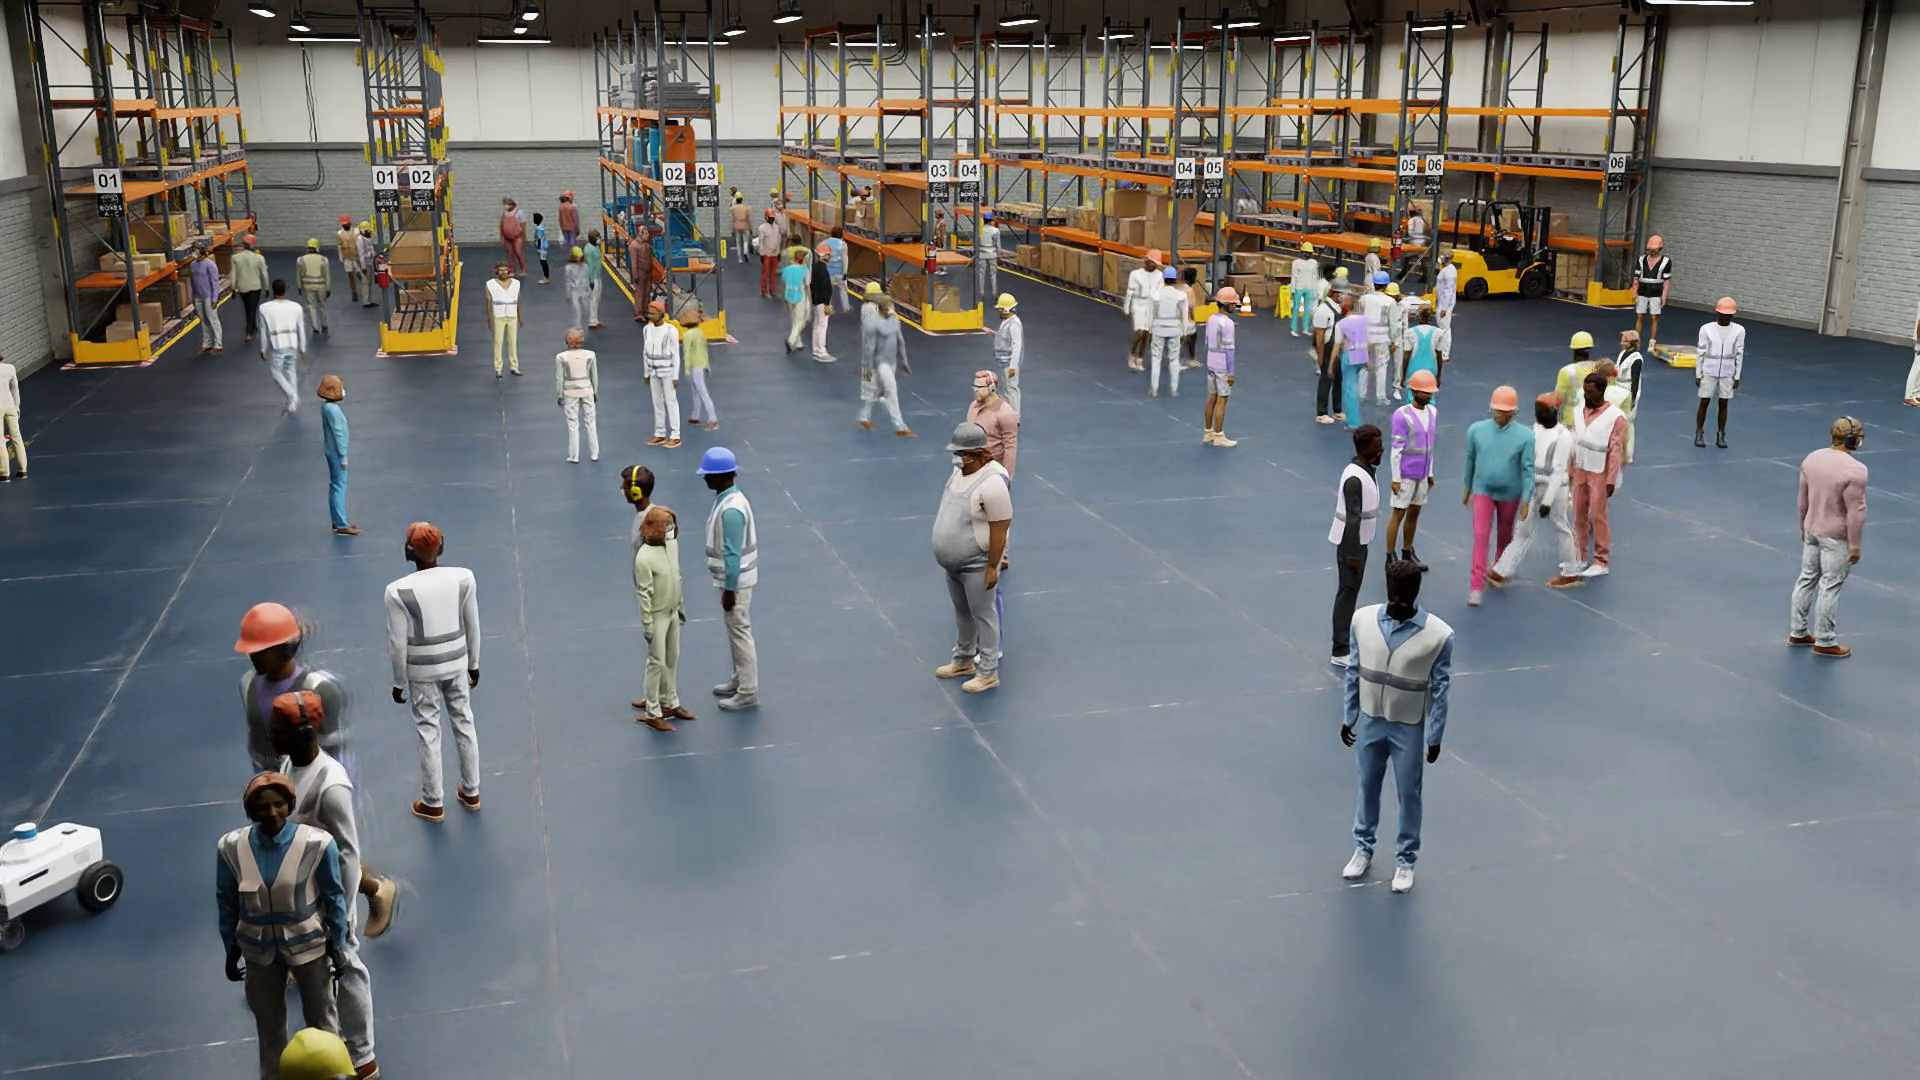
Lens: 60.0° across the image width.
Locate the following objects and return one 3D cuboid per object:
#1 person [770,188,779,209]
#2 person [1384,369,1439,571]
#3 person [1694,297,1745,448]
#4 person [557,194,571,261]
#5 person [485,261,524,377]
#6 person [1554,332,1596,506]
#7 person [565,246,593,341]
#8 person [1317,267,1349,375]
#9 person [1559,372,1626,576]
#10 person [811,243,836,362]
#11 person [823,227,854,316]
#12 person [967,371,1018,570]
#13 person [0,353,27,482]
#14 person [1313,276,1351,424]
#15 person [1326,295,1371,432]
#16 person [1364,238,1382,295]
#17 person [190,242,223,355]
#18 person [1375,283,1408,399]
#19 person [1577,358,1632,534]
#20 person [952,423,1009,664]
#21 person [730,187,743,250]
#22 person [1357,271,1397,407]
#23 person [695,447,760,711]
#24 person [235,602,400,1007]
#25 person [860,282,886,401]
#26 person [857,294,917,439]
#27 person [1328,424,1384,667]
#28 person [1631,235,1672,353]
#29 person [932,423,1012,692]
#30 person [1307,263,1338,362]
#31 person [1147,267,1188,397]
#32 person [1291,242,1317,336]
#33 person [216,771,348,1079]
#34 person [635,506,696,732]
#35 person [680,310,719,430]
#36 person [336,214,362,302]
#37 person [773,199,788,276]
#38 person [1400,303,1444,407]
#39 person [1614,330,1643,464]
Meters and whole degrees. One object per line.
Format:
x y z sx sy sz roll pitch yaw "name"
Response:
-5.568 -9.716 50.087 0.317 1.736 0.486 1 15 3 "person"
4.244 -0.632 15.513 0.547 1.937 0.379 -10 18 -33 "person"
9.645 -2.125 21.151 0.544 1.930 0.388 4 15 15 "person"
-10.717 -8.494 45.337 0.641 1.819 0.546 5 16 19 "person"
-7.291 -3.541 26.635 0.571 1.843 0.373 -10 18 -33 "person"
6.715 -1.326 18.185 0.606 1.895 0.815 -3 15 -11 "person"
-7.000 -4.528 30.567 0.506 1.726 0.379 -14 20 -41 "person"
6.048 -3.521 26.769 0.695 1.734 0.538 -7 16 -25 "person"
5.924 -0.627 15.566 0.401 1.906 0.597 -7 16 -24 "person"
-2.320 -4.023 28.169 0.395 1.990 0.619 -5 16 -19 "person"
-2.508 -5.525 34.170 0.635 1.801 0.836 6 16 22 "person"
0.243 -0.645 15.622 0.406 1.906 0.654 -11 19 -36 "person"
-11.151 -1.487 19.312 0.279 1.633 0.499 8 17 27 "person"
5.162 -2.613 22.769 0.686 2.000 0.535 -11 19 -36 "person"
5.147 -2.354 22.215 0.582 1.817 0.688 -12 19 -39 "person"
7.967 -4.945 32.118 0.294 1.744 0.484 -2 15 -8 "person"
-13.125 -4.194 28.916 0.628 1.940 0.373 8 17 27 "person"
6.368 -2.941 24.599 0.493 1.732 0.324 1 15 4 "person"
6.525 -0.941 16.914 0.452 1.812 0.599 -12 19 -38 "person"
0.153 0.008 13.175 0.415 1.907 0.594 -12 19 -38 "person"
-6.598 -9.470 48.969 0.348 1.839 0.503 2 15 9 "person"
6.020 -2.902 24.035 0.614 1.946 0.389 12 19 37 "person"
-1.684 0.271 12.129 0.421 1.938 0.604 -3 15 -13 "person"
-3.255 1.247 8.306 0.617 2.017 0.873 7 16 23 "person"
-1.288 -2.926 24.519 0.323 1.742 0.492 -7 17 -26 "person"
-1.001 -2.308 21.926 1.016 1.890 0.648 9 18 31 "person"
3.097 0.034 13.042 0.398 1.920 0.588 5 16 20 "person"
12.089 -4.309 29.146 0.608 2.045 0.369 11 18 35 "person"
0.051 0.120 12.485 0.537 2.000 0.689 -8 17 -28 "person"
6.107 -3.807 27.956 0.388 1.666 0.597 4 15 16 "person"
3.096 -3.095 24.789 0.614 1.936 0.431 1 15 5 "person"
6.444 -4.691 31.135 0.526 1.761 0.343 -4 15 -15 "person"
-2.873 1.755 7.092 0.522 1.645 0.305 -1 15 -5 "person"
-2.092 0.543 11.695 0.285 1.624 0.509 5 16 19 "person"
-3.522 -2.303 22.482 0.614 1.593 0.563 5 16 16 "person"
-13.346 -6.197 36.513 0.590 1.904 0.605 -1 15 -3 "person"
-4.537 -7.615 41.850 0.407 1.906 0.655 7 16 25 "person"
5.873 -2.091 21.180 0.506 1.847 0.343 2 15 8 "person"
8.128 -1.742 20.285 0.312 1.633 0.517 0 15 -1 "person"
